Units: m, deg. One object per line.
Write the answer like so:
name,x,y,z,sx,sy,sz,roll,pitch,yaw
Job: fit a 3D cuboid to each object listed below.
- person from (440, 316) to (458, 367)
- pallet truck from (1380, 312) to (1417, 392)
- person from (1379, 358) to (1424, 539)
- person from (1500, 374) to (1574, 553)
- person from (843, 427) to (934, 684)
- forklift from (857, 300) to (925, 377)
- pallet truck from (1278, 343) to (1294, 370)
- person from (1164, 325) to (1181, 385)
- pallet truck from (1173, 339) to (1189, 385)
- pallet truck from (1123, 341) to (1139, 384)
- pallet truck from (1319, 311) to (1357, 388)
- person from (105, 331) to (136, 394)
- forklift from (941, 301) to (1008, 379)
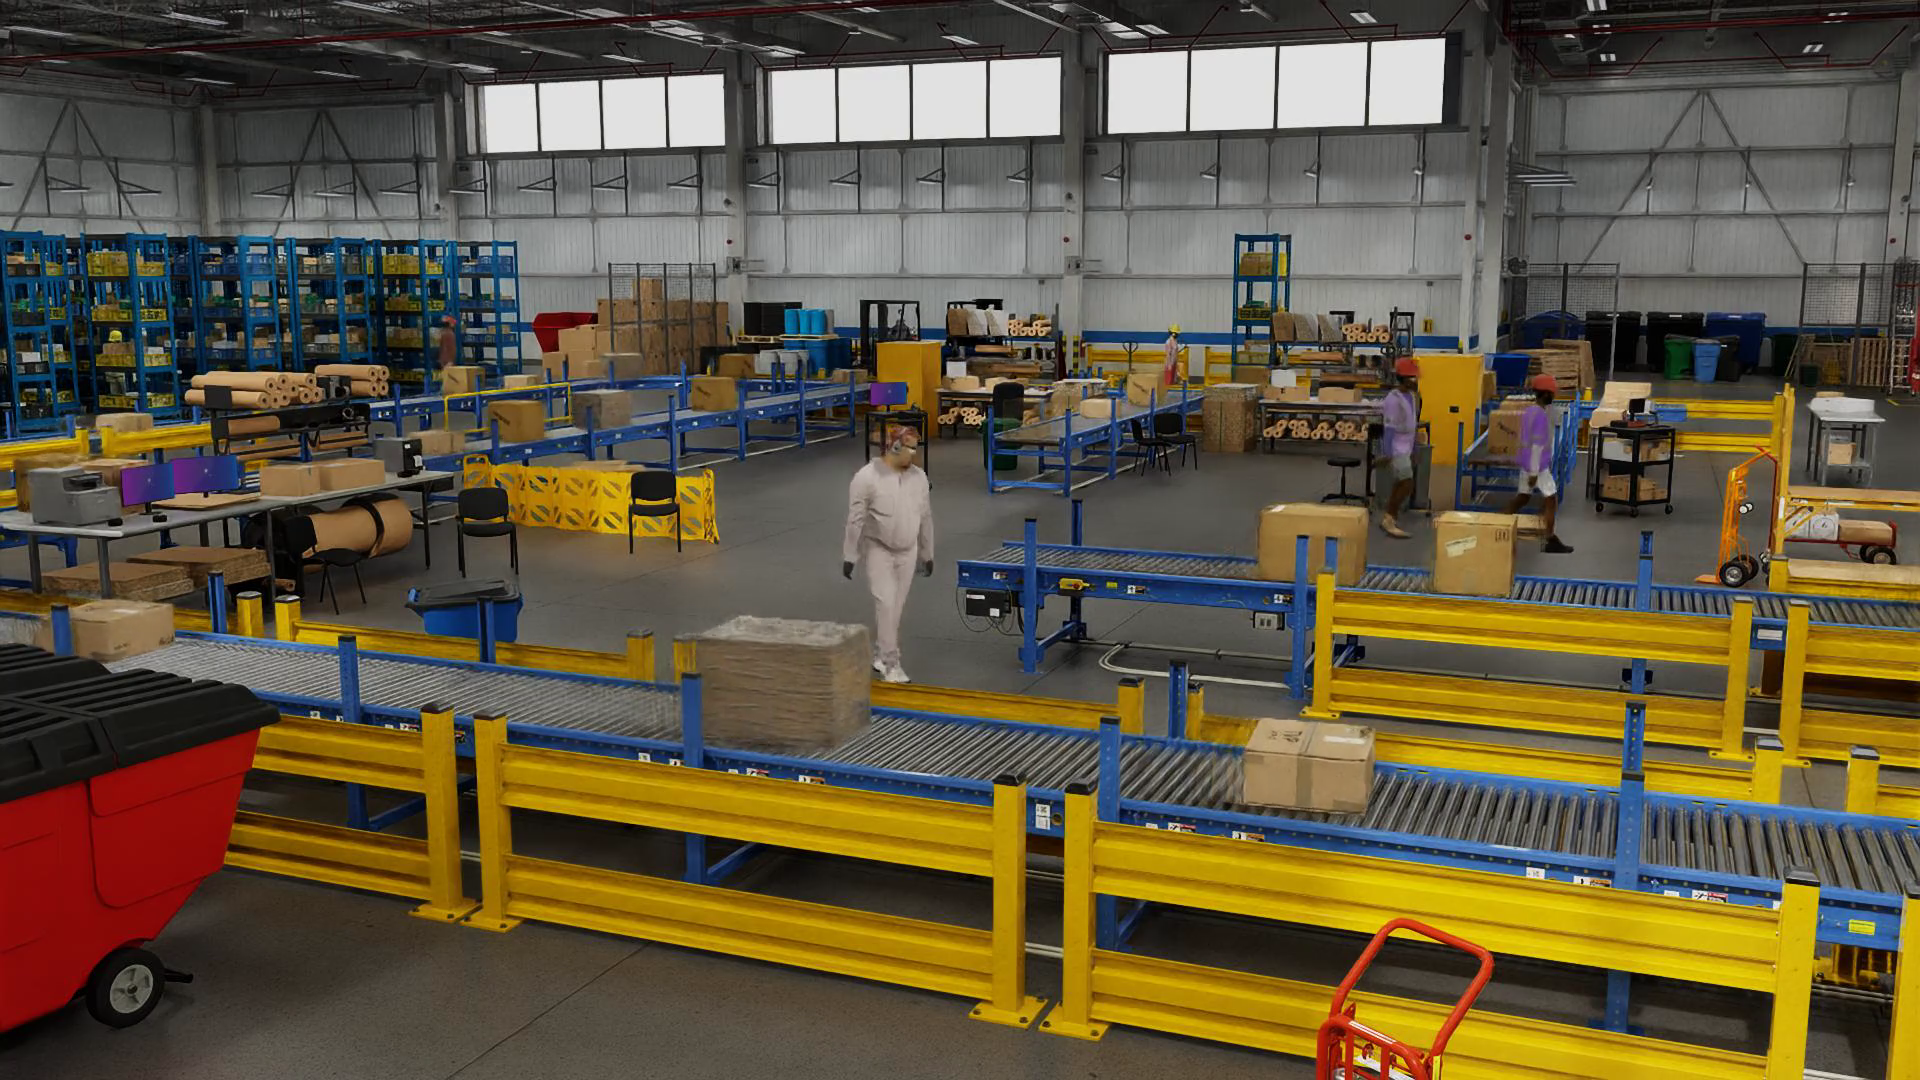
person,-10.985,-3.840,35.823,0.519,1.959,0.648,-8,13,-41
pallet truck,10.207,-4.283,38.369,0.823,1.965,1.885,3,10,20
person,4.909,-1.000,18.406,0.446,2.027,0.606,6,11,33
person,6.023,-0.809,17.617,0.890,1.908,0.540,0,9,2
person,-0.440,0.124,12.067,0.684,1.862,0.877,-6,11,-33
forklift,-1.732,-5.109,42.468,1.157,1.987,2.680,4,10,22
pallet truck,7.886,-4.163,39.743,0.653,1.274,1.630,4,10,22
person,4.610,-3.786,36.081,0.326,1.760,0.524,4,10,24
pallet truck,5.418,-4.269,40.420,0.704,1.261,1.522,3,10,20
pallet truck,4.445,-4.380,41.279,0.680,1.201,1.601,4,10,22
pallet truck,9.071,-4.419,39.190,0.823,1.965,1.885,5,10,26
person,-15.780,-3.020,31.245,0.589,1.822,0.403,0,9,3
forklift,0.365,-4.966,41.571,1.157,1.987,2.680,3,10,20
